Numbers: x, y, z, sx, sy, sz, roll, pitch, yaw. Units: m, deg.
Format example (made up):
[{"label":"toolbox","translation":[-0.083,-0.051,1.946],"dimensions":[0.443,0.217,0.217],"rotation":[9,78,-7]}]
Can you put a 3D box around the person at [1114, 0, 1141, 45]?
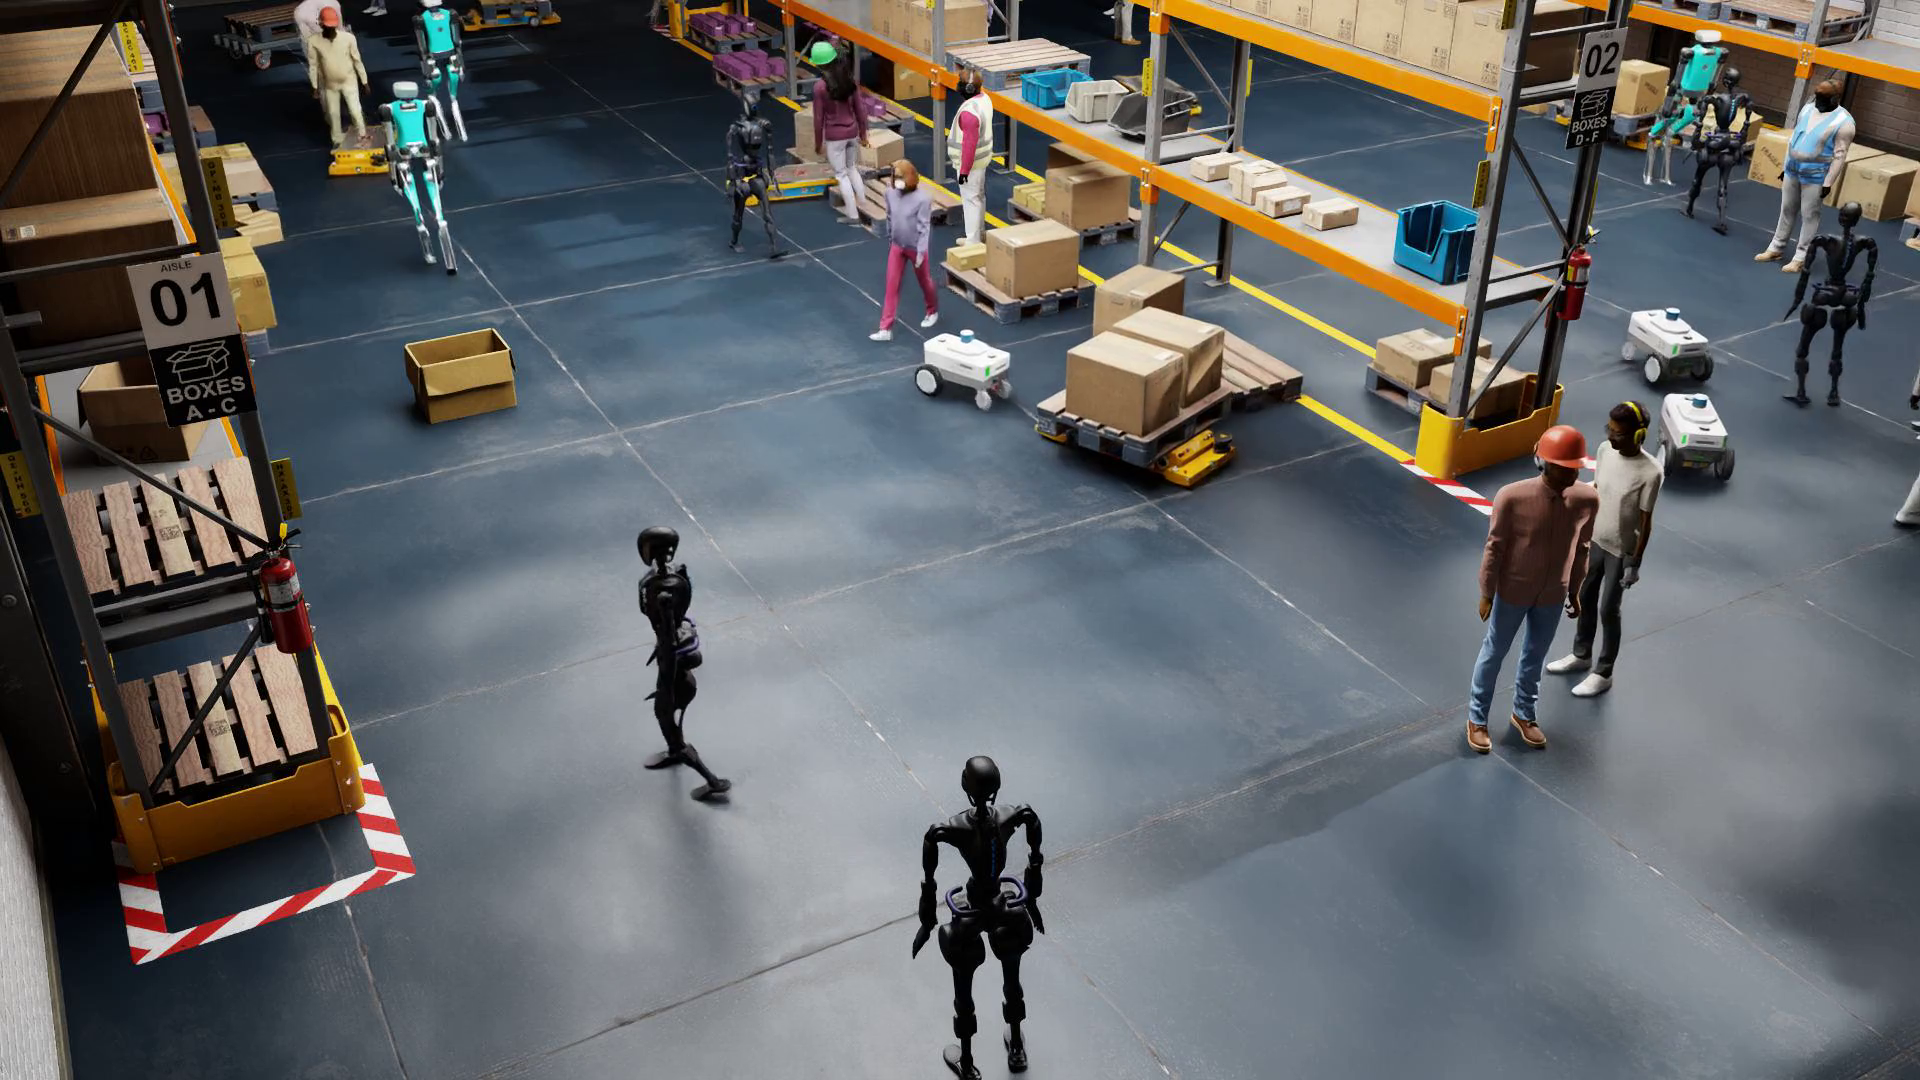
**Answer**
[{"label":"person","translation":[2.423,-8.113,23.901],"dimensions":[0.360,1.897,0.572],"rotation":[-8,31,-14]}]

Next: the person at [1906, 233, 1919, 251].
[{"label":"person","translation":[9.789,-3.708,16.374],"dimensions":[0.622,1.751,0.420],"rotation":[-3,30,-6]}]

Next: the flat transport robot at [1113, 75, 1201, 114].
[{"label":"flat transport robot","translation":[2.502,-5.721,21.369],"dimensions":[0.659,0.231,1.431],"rotation":[-9,31,-16]}]

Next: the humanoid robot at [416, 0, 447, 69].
[{"label":"humanoid robot","translation":[-7.184,-7.288,22.700],"dimensions":[0.608,1.627,0.638],"rotation":[24,38,36]}]

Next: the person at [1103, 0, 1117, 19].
[{"label":"person","translation":[2.429,-8.916,25.352],"dimensions":[0.322,1.843,0.503],"rotation":[-10,31,-17]}]

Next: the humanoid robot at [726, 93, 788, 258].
[{"label":"humanoid robot","translation":[-2.028,-3.532,16.178],"dimensions":[0.587,1.625,0.769],"rotation":[-25,38,-36]}]

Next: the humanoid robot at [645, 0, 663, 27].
[{"label":"humanoid robot","translation":[-4.615,-8.613,24.929],"dimensions":[0.804,1.771,0.539],"rotation":[-23,37,-35]}]

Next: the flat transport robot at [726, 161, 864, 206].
[{"label":"flat transport robot","translation":[-1.796,-3.907,18.212],"dimensions":[1.431,0.231,0.659],"rotation":[-10,31,-16]}]

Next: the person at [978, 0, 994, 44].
[{"label":"person","translation":[0.136,-6.788,21.588],"dimensions":[0.639,1.903,0.410],"rotation":[-17,34,-27]}]

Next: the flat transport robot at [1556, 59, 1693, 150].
[{"label":"flat transport robot","translation":[7.999,-5.021,20.151],"dimensions":[0.659,0.231,1.431],"rotation":[-15,33,-25]}]

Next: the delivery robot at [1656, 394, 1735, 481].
[{"label":"delivery robot","translation":[5.520,-0.815,12.532],"dimensions":[0.499,0.585,0.772],"rotation":[5,30,8]}]

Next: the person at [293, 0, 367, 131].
[{"label":"person","translation":[-7.530,-5.761,19.797],"dimensions":[0.830,1.906,0.636],"rotation":[24,38,36]}]

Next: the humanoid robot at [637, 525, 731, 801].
[{"label":"humanoid robot","translation":[-1.526,0.648,8.897],"dimensions":[0.461,1.648,0.589],"rotation":[-8,31,-13]}]

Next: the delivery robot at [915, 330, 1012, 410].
[{"label":"delivery robot","translation":[0.052,-1.427,13.597],"dimensions":[0.782,0.586,0.499],"rotation":[22,36,33]}]

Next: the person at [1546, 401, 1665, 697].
[{"label":"person","translation":[3.796,0.045,9.742],"dimensions":[0.345,1.854,0.529],"rotation":[-11,32,-19]}]

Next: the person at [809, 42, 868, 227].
[{"label":"person","translation":[-1.232,-4.128,16.957],"dimensions":[0.579,1.898,0.451],"rotation":[-23,37,-34]}]

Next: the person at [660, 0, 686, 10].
[{"label":"person","translation":[-4.544,-9.177,25.892],"dimensions":[0.558,1.751,0.324],"rotation":[-9,31,-15]}]

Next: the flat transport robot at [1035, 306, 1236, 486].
[{"label":"flat transport robot","translation":[1.343,-0.808,12.816],"dimensions":[1.431,0.231,0.659],"rotation":[22,37,34]}]

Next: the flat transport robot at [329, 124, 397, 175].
[{"label":"flat transport robot","translation":[-6.890,-4.547,19.326],"dimensions":[0.659,0.231,1.431],"rotation":[-5,30,-8]}]

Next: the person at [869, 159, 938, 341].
[{"label":"person","translation":[-0.468,-2.535,14.509],"dimensions":[0.510,1.581,0.833],"rotation":[17,34,27]}]

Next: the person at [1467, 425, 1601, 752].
[{"label":"person","translation":[3.164,0.274,9.201],"dimensions":[0.610,1.997,0.376],"rotation":[-3,30,-6]}]

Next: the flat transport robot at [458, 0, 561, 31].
[{"label":"flat transport robot","translation":[-6.839,-7.937,25.227],"dimensions":[1.431,0.231,0.659],"rotation":[-12,32,-19]}]

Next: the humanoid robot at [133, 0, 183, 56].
[{"label":"humanoid robot","translation":[-10.181,-6.333,21.031],"dimensions":[0.604,1.645,0.480],"rotation":[-16,34,-26]}]

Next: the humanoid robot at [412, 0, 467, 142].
[{"label":"humanoid robot","translation":[-6.158,-5.559,19.622],"dimensions":[0.569,1.786,0.751],"rotation":[-18,35,-29]}]

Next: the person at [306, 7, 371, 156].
[{"label":"person","translation":[-7.127,-5.260,19.112],"dimensions":[0.653,1.721,0.542],"rotation":[-7,31,-12]}]

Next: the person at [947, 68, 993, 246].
[{"label":"person","translation":[0.093,-3.683,16.241],"dimensions":[0.429,1.846,0.626],"rotation":[6,30,11]}]

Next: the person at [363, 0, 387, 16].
[{"label":"person","translation":[-9.111,-8.911,25.549],"dimensions":[0.266,1.630,0.506],"rotation":[-24,38,-35]}]

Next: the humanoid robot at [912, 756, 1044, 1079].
[{"label":"humanoid robot","translation":[0.091,1.628,7.147],"dimensions":[0.599,1.657,0.315],"rotation":[-9,31,-15]}]

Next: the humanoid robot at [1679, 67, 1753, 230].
[{"label":"humanoid robot","translation":[7.771,-4.014,17.036],"dimensions":[0.600,1.631,0.780],"rotation":[0,30,-1]}]

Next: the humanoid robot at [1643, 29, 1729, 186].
[{"label":"humanoid robot","translation":[7.839,-4.742,18.161],"dimensions":[0.543,1.745,0.777],"rotation":[-4,30,-7]}]

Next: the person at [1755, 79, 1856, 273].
[{"label":"person","translation":[8.100,-3.483,15.902],"dimensions":[0.429,1.838,0.621],"rotation":[-12,32,-19]}]

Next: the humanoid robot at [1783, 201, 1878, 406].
[{"label":"humanoid robot","translation":[6.955,-1.888,13.294],"dimensions":[0.610,1.634,0.395],"rotation":[4,30,7]}]

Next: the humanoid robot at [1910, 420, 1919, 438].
[{"label":"humanoid robot","translation":[7.742,-1.602,12.697],"dimensions":[0.668,1.768,0.544],"rotation":[-9,31,-16]}]

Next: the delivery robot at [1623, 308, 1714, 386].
[{"label":"delivery robot","translation":[5.946,-1.661,14.007],"dimensions":[0.499,0.587,0.771],"rotation":[-6,30,-10]}]

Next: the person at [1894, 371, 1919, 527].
[{"label":"person","translation":[7.039,-1.007,11.567],"dimensions":[0.985,1.850,0.644],"rotation":[-15,33,-24]}]

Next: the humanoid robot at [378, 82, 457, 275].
[{"label":"humanoid robot","translation":[-5.118,-3.372,15.907],"dimensions":[0.545,1.876,0.815],"rotation":[-16,33,-25]}]
